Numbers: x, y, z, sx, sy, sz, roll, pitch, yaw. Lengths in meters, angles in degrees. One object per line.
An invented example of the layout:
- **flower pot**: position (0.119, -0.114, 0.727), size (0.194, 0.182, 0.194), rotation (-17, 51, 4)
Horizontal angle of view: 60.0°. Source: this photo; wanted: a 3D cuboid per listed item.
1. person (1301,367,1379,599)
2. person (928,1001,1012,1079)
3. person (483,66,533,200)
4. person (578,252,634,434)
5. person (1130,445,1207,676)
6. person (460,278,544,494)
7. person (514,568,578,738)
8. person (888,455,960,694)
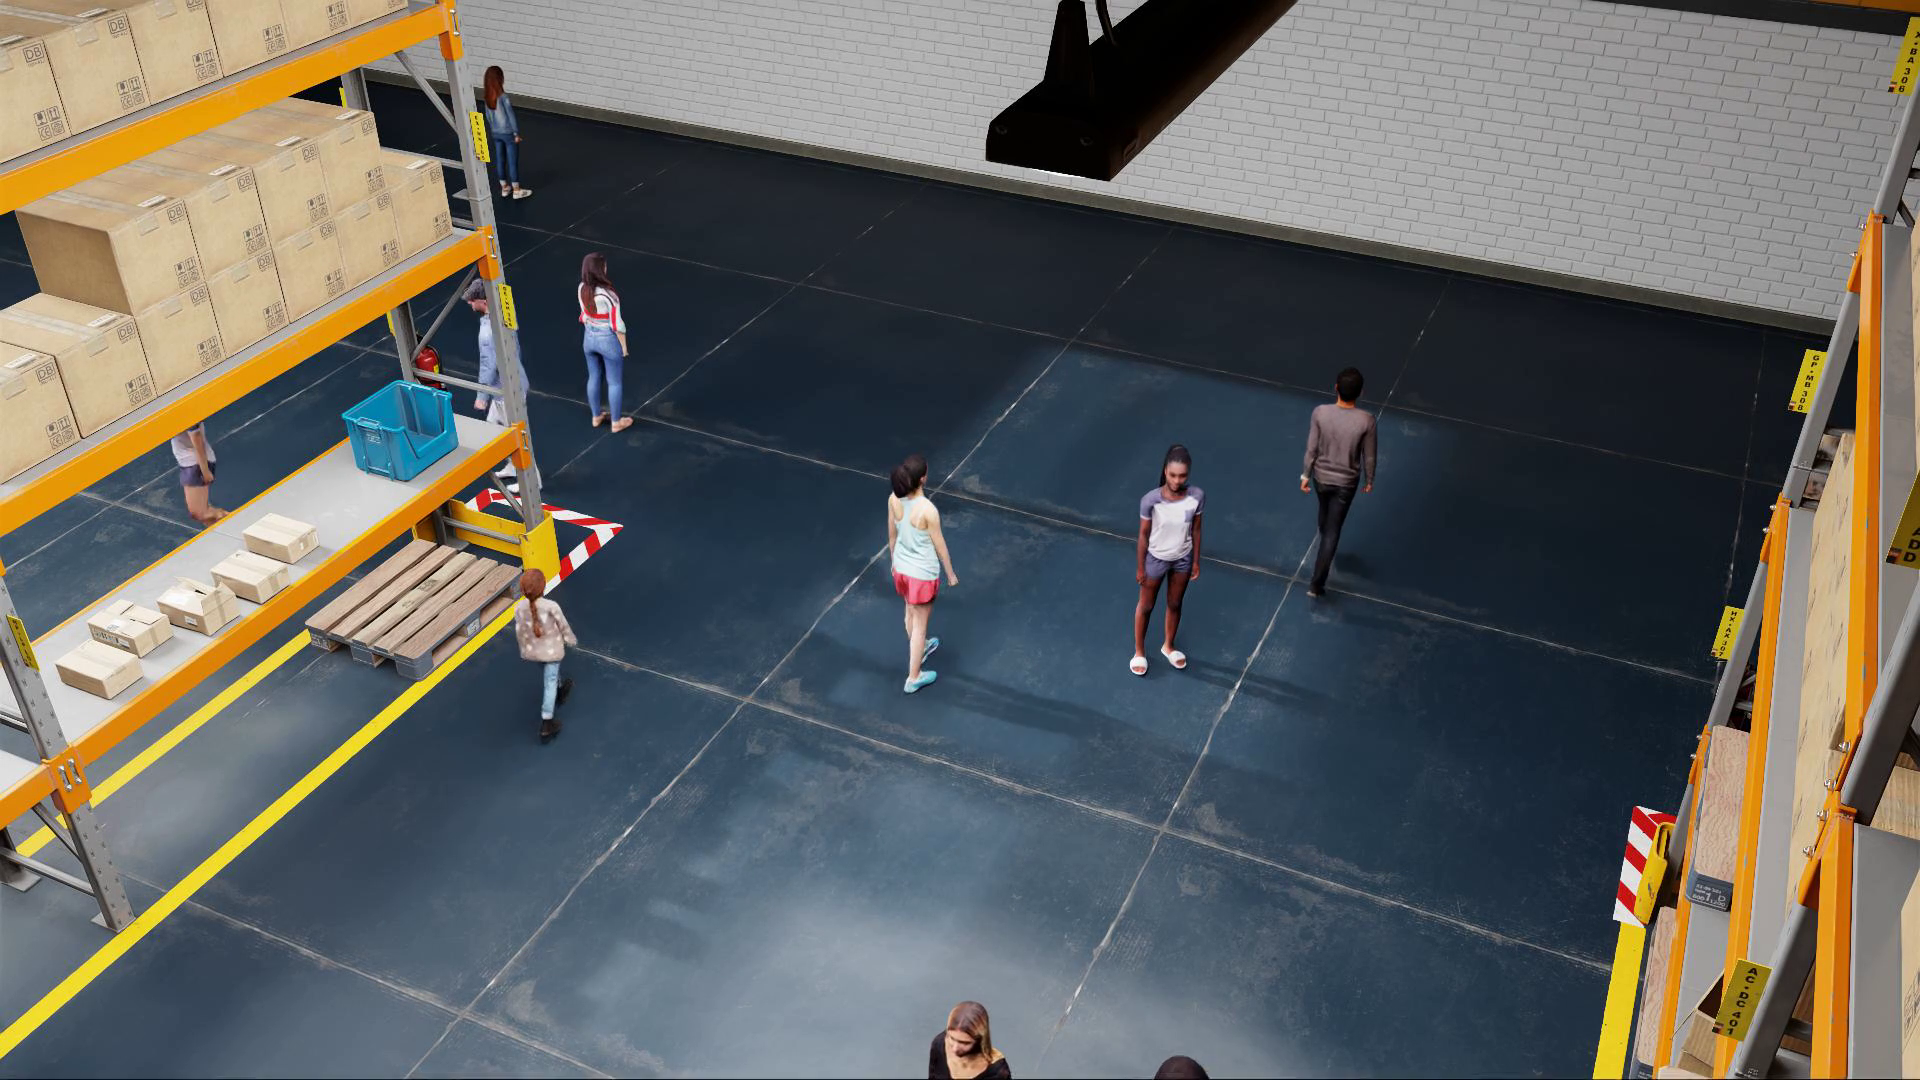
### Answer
- **person**: position (2.697, -0.379, 12.038), size (1.124, 1.728, 0.683), rotation (14, 36, 21)
- **person**: position (0.051, 2.666, 7.505), size (0.567, 1.675, 0.498), rotation (18, 38, 25)
- **person**: position (-5.087, -4.541, 18.526), size (0.582, 1.477, 0.523), rotation (19, 38, 26)
- **person**: position (-3.037, -1.677, 14.099), size (0.588, 1.609, 0.497), rotation (15, 36, 21)
- **person**: position (1.412, 0.138, 11.266), size (0.685, 1.722, 0.715), rotation (-7, 34, -10)
- **person**: position (-3.506, -1.202, 13.151), size (0.847, 1.867, 0.760), rotation (-2, 34, -3)
- **person**: position (-2.726, 0.741, 10.857), size (0.601, 1.172, 0.871), rotation (7, 34, 10)
- **person**: position (-0.314, 0.241, 11.075), size (0.710, 1.763, 0.841), rotation (25, 41, 33)
